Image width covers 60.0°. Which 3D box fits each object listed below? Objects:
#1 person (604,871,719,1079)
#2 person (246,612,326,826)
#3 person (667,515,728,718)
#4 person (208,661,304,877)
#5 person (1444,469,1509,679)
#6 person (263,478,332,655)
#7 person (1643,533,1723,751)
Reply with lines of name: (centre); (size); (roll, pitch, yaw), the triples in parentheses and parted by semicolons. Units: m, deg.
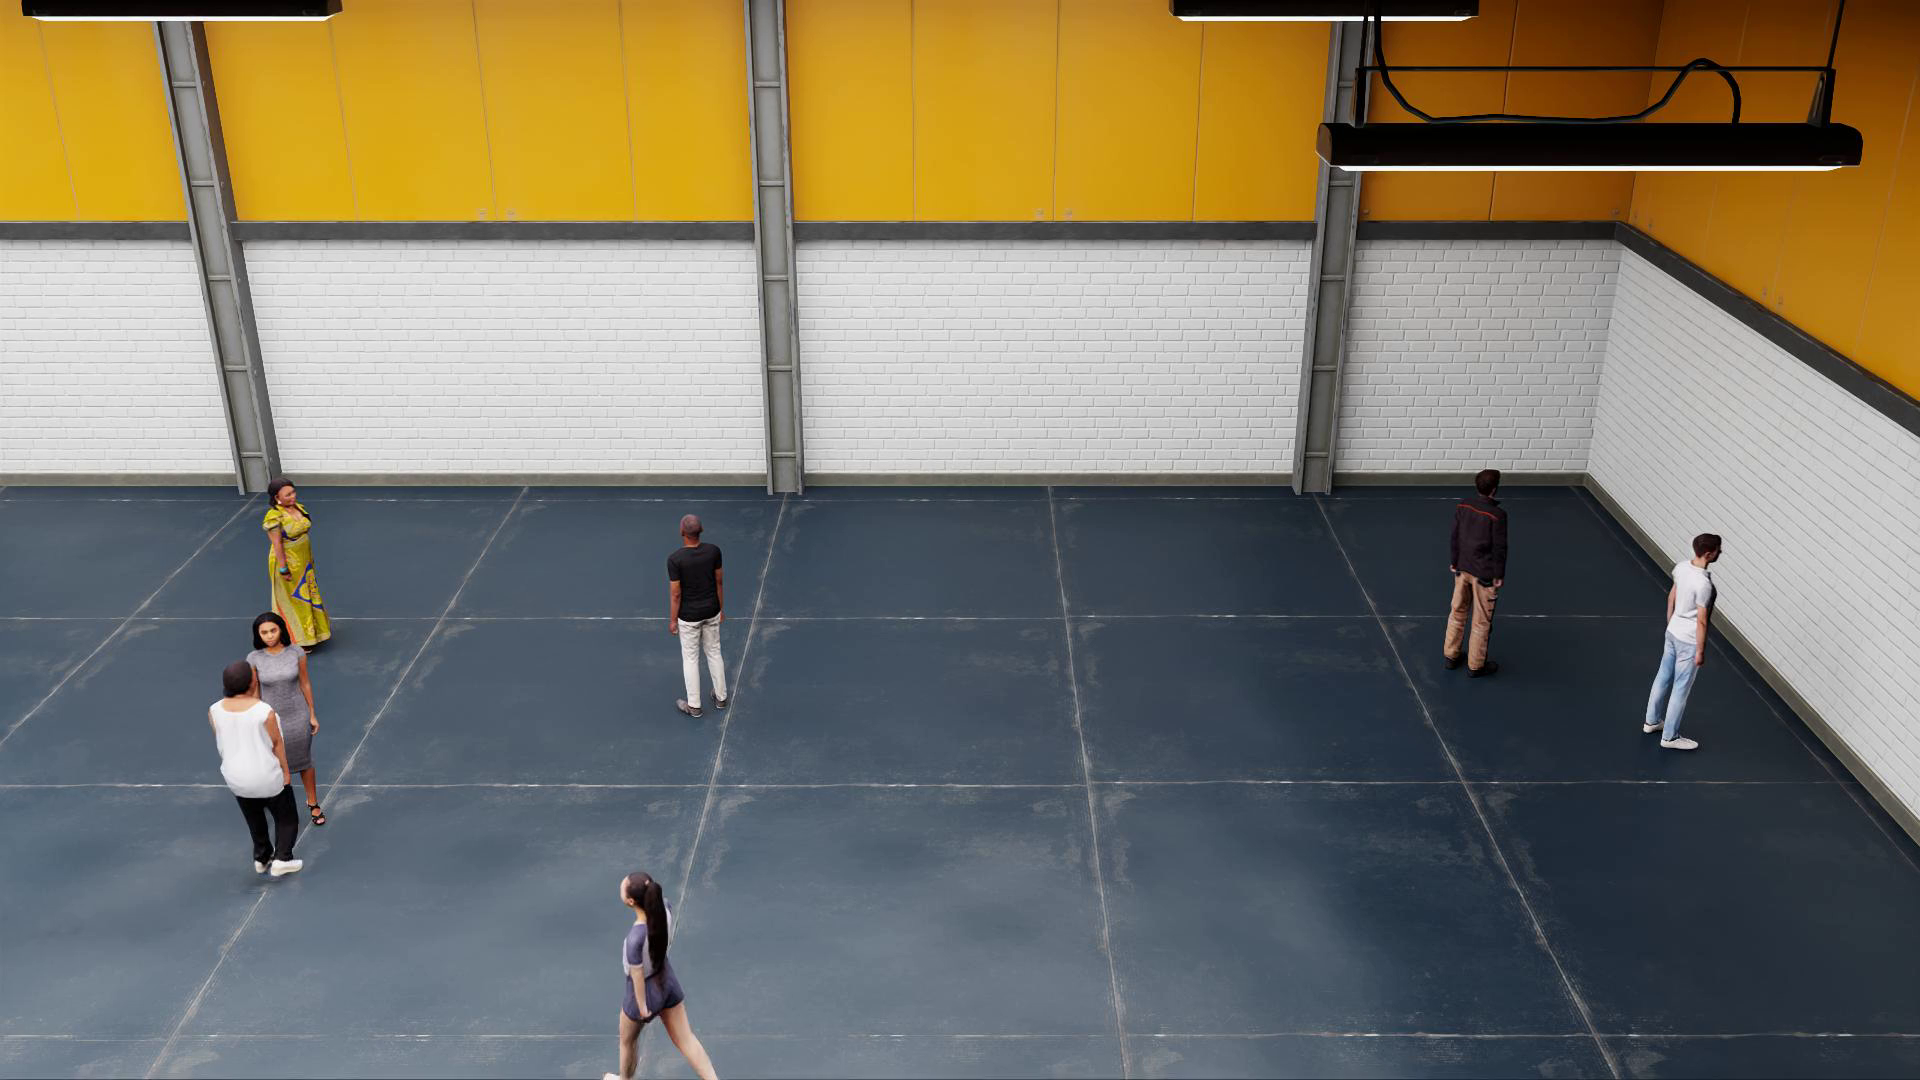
person: (-1.696, 2.641, 9.640); (1.138, 1.611, 0.917); (12, 26, 25)
person: (-5.022, 1.352, 12.375); (0.609, 1.781, 0.722); (-13, 27, -26)
person: (-2.207, 0.628, 14.003); (0.729, 1.805, 0.823); (-16, 28, -32)
person: (-5.029, 1.629, 11.863); (0.606, 1.684, 0.747); (4, 24, 10)
person: (4.555, 0.278, 14.653); (0.829, 1.924, 0.790); (-19, 30, -36)
person: (-6.078, 0.205, 15.149); (0.808, 1.661, 0.883); (3, 24, 7)
person: (5.908, 0.797, 13.558); (0.564, 1.850, 0.674); (-2, 24, -5)
